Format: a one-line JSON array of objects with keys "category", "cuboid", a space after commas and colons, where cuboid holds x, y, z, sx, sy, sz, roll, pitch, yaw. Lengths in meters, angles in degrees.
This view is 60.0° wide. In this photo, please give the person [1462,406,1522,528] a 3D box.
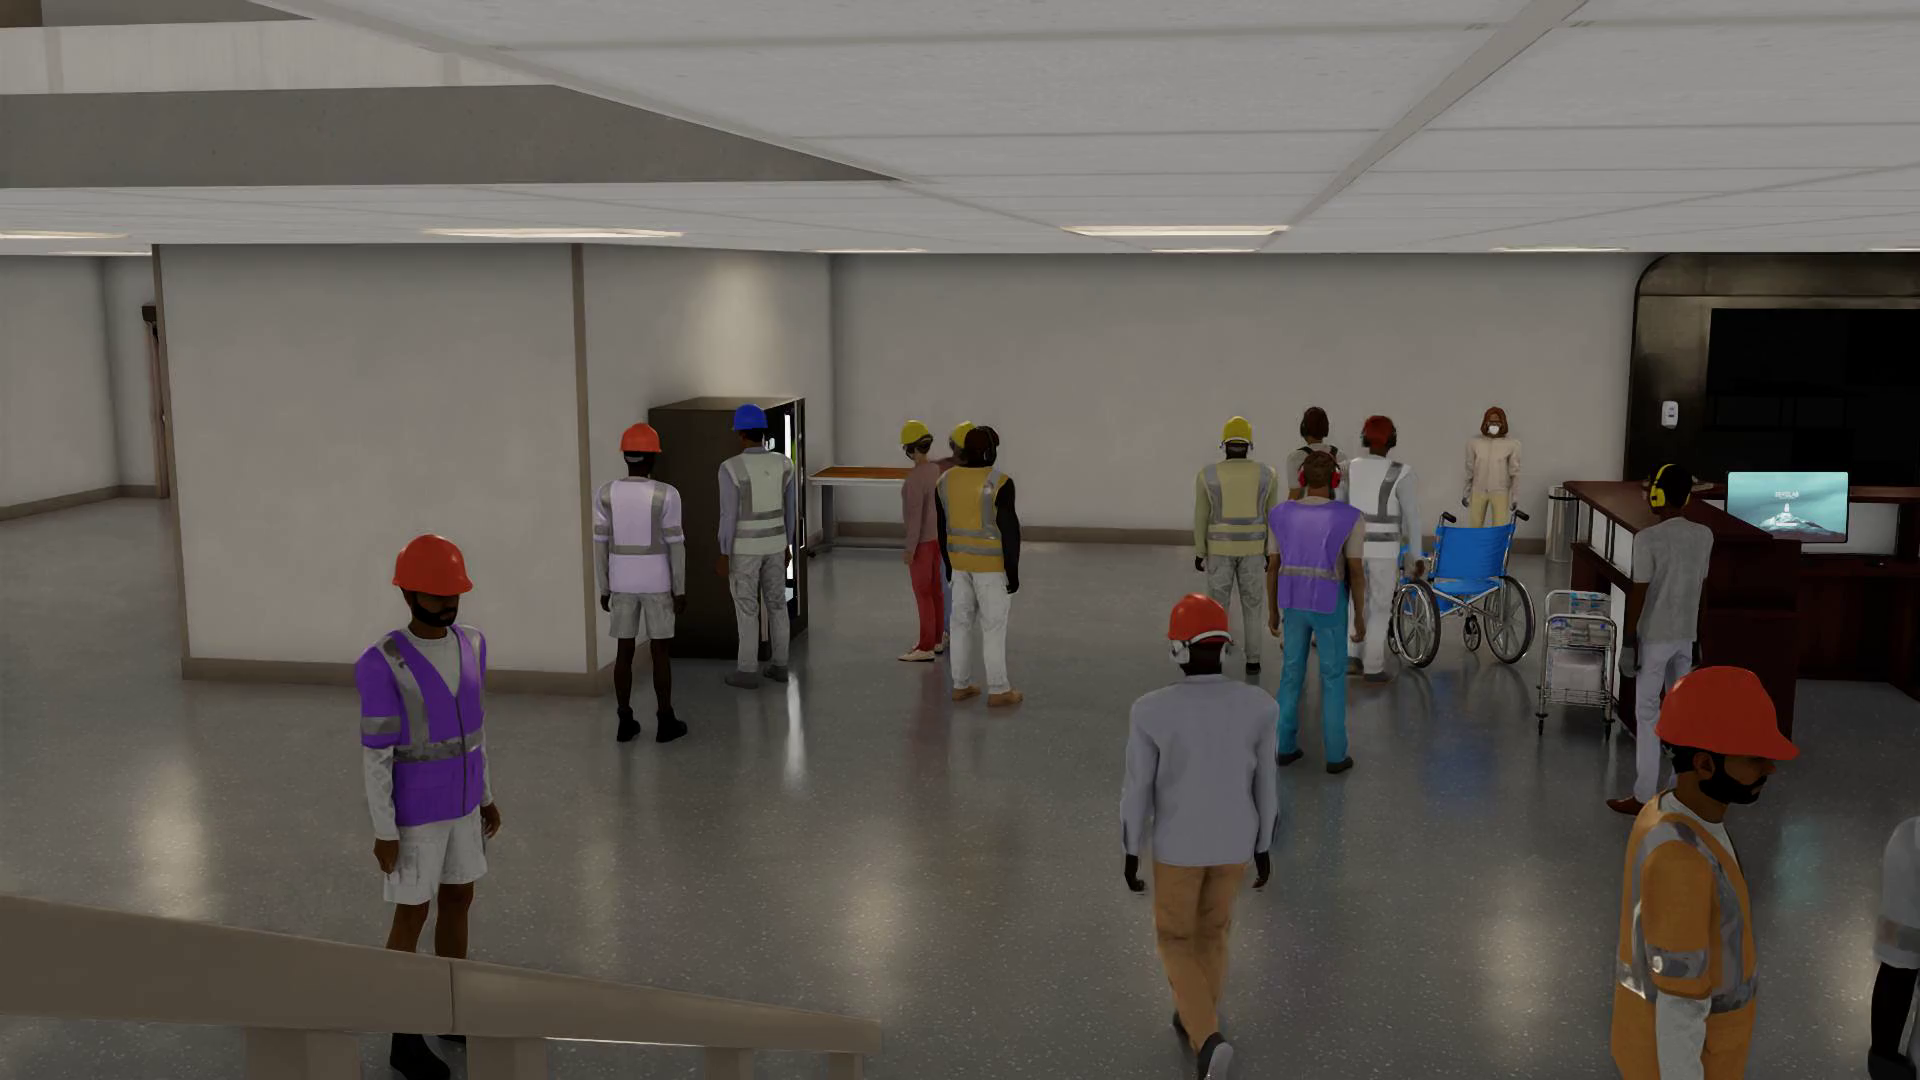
[{"category": "person", "cuboid": [4.823, -0.401, 15.112, 0.504, 1.627, 0.285, 5, 10, 27]}]

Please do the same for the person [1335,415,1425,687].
[{"category": "person", "cuboid": [2.849, 0.083, 11.361, 0.404, 1.872, 0.615, -8, 12, -42]}]

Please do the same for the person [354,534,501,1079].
[{"category": "person", "cuboid": [-1.842, 0.934, 5.901, 0.373, 1.934, 0.551, 5, 10, 29]}]

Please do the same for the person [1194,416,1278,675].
[{"category": "person", "cuboid": [1.930, 0.048, 11.686, 0.590, 1.833, 0.404, 0, 9, -1]}]

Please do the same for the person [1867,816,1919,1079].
[{"category": "person", "cuboid": [2.410, 1.265, 3.817, 0.610, 1.954, 0.387, 6, 11, 31]}]

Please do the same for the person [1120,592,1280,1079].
[{"category": "person", "cuboid": [0.860, 1.055, 5.824, 0.570, 1.725, 0.723, -2, 9, -14]}]

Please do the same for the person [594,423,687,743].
[{"category": "person", "cuboid": [-1.918, 0.259, 10.068, 0.552, 1.932, 0.377, 1, 9, 8]}]

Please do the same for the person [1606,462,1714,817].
[{"category": "person", "cuboid": [3.651, 0.529, 8.643, 0.508, 1.863, 0.326, -4, 10, -21]}]

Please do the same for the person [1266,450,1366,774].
[{"category": "person", "cuboid": [2.010, 0.409, 9.469, 0.571, 1.835, 0.382, 6, 11, 32]}]

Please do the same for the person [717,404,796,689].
[{"category": "person", "cuboid": [-1.399, 0.042, 11.373, 0.617, 1.944, 0.397, -8, 12, -41]}]

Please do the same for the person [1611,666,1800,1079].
[{"category": "person", "cuboid": [1.746, 1.245, 3.978, 0.356, 1.937, 0.552, 4, 10, 21]}]

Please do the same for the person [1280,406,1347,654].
[{"category": "person", "cuboid": [2.618, -0.069, 12.365, 0.520, 1.844, 0.330, -4, 10, -23]}]

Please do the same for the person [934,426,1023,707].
[{"category": "person", "cuboid": [0.144, 0.172, 10.904, 0.623, 1.844, 0.429, 7, 11, 35]}]

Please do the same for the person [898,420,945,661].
[{"category": "person", "cuboid": [-0.295, 0.009, 12.148, 0.329, 1.764, 0.524, 3, 10, 19]}]
